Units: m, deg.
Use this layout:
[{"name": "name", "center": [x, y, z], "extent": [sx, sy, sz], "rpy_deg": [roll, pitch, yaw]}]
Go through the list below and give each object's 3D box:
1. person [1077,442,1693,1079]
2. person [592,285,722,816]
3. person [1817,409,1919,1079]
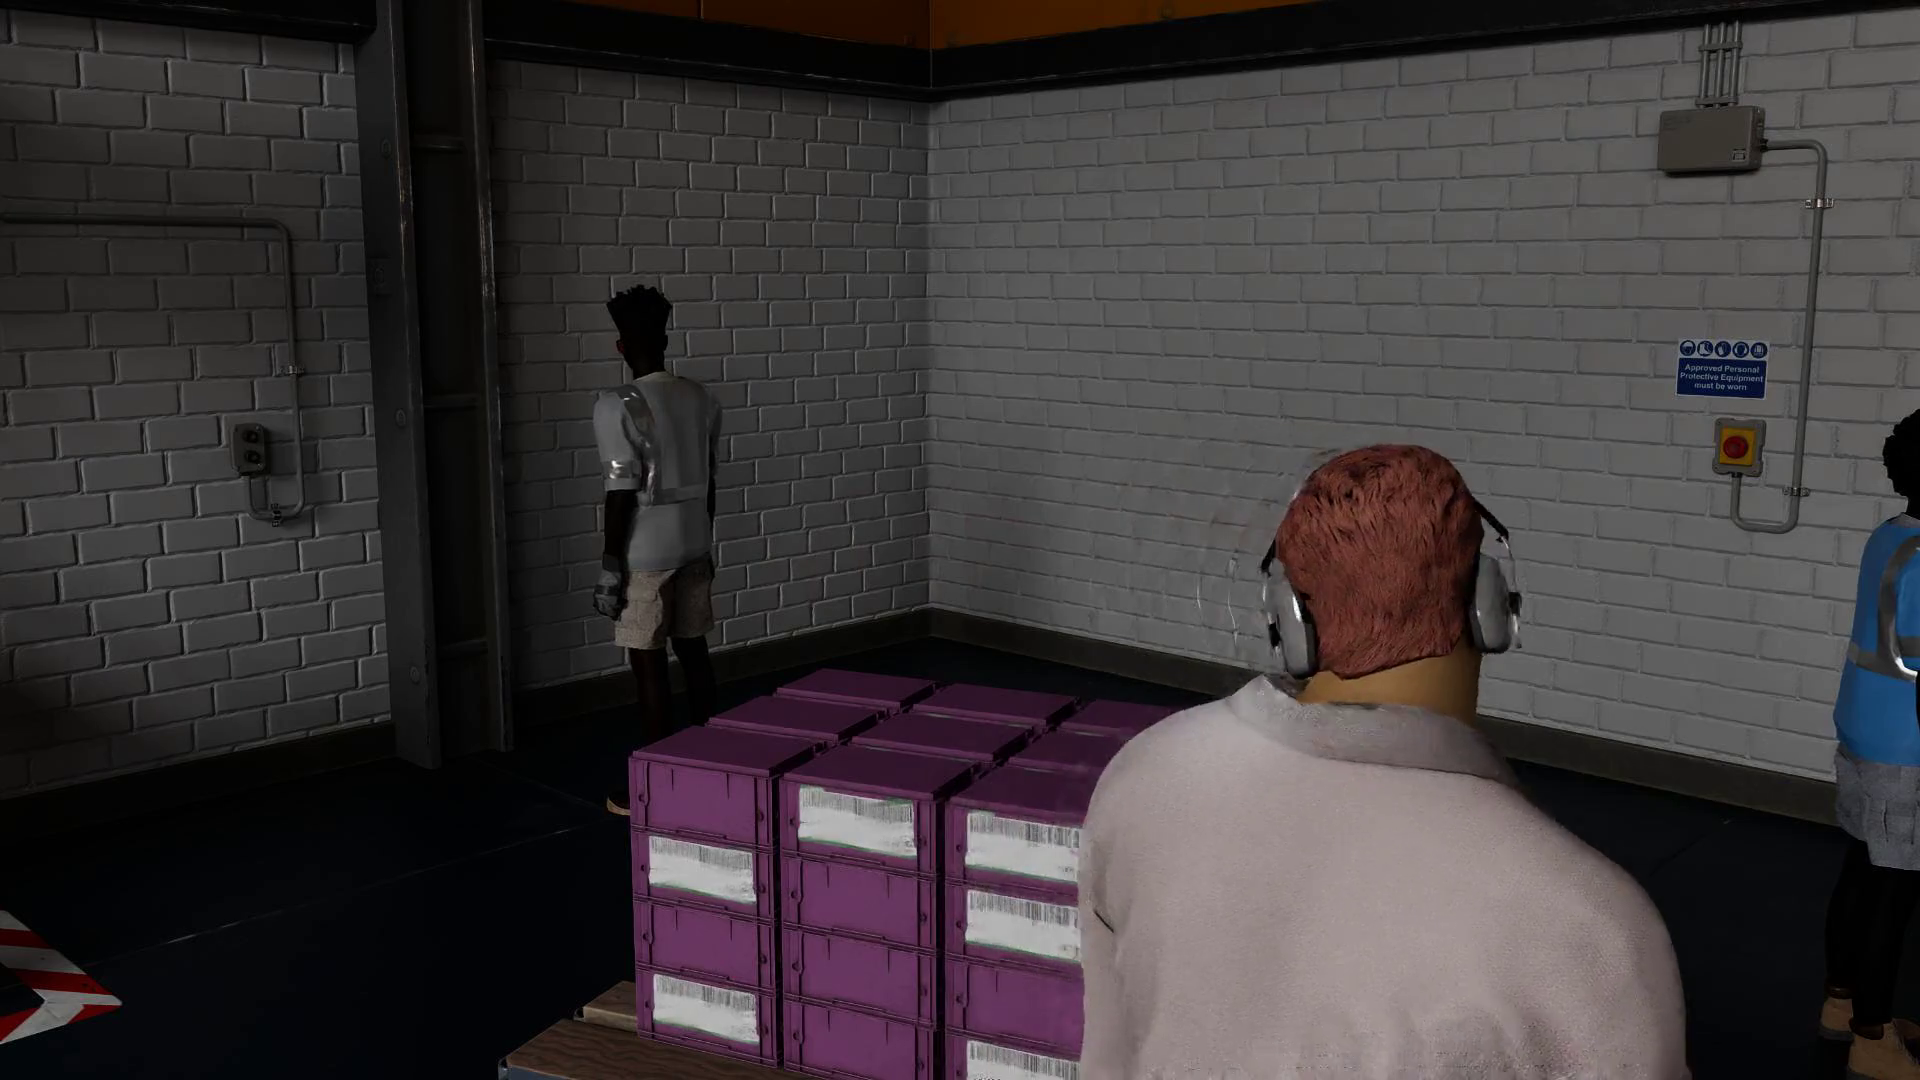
[{"name": "person", "center": [0.486, 0.832, 1.682], "extent": [0.990, 1.842, 0.711], "rpy_deg": [-6, 11, -31]}, {"name": "person", "center": [-1.123, 0.047, 6.162], "extent": [0.371, 1.960, 0.609], "rpy_deg": [6, 11, 31]}, {"name": "person", "center": [2.352, 0.512, 4.127], "extent": [0.317, 1.696, 0.538], "rpy_deg": [3, 10, 16]}]
